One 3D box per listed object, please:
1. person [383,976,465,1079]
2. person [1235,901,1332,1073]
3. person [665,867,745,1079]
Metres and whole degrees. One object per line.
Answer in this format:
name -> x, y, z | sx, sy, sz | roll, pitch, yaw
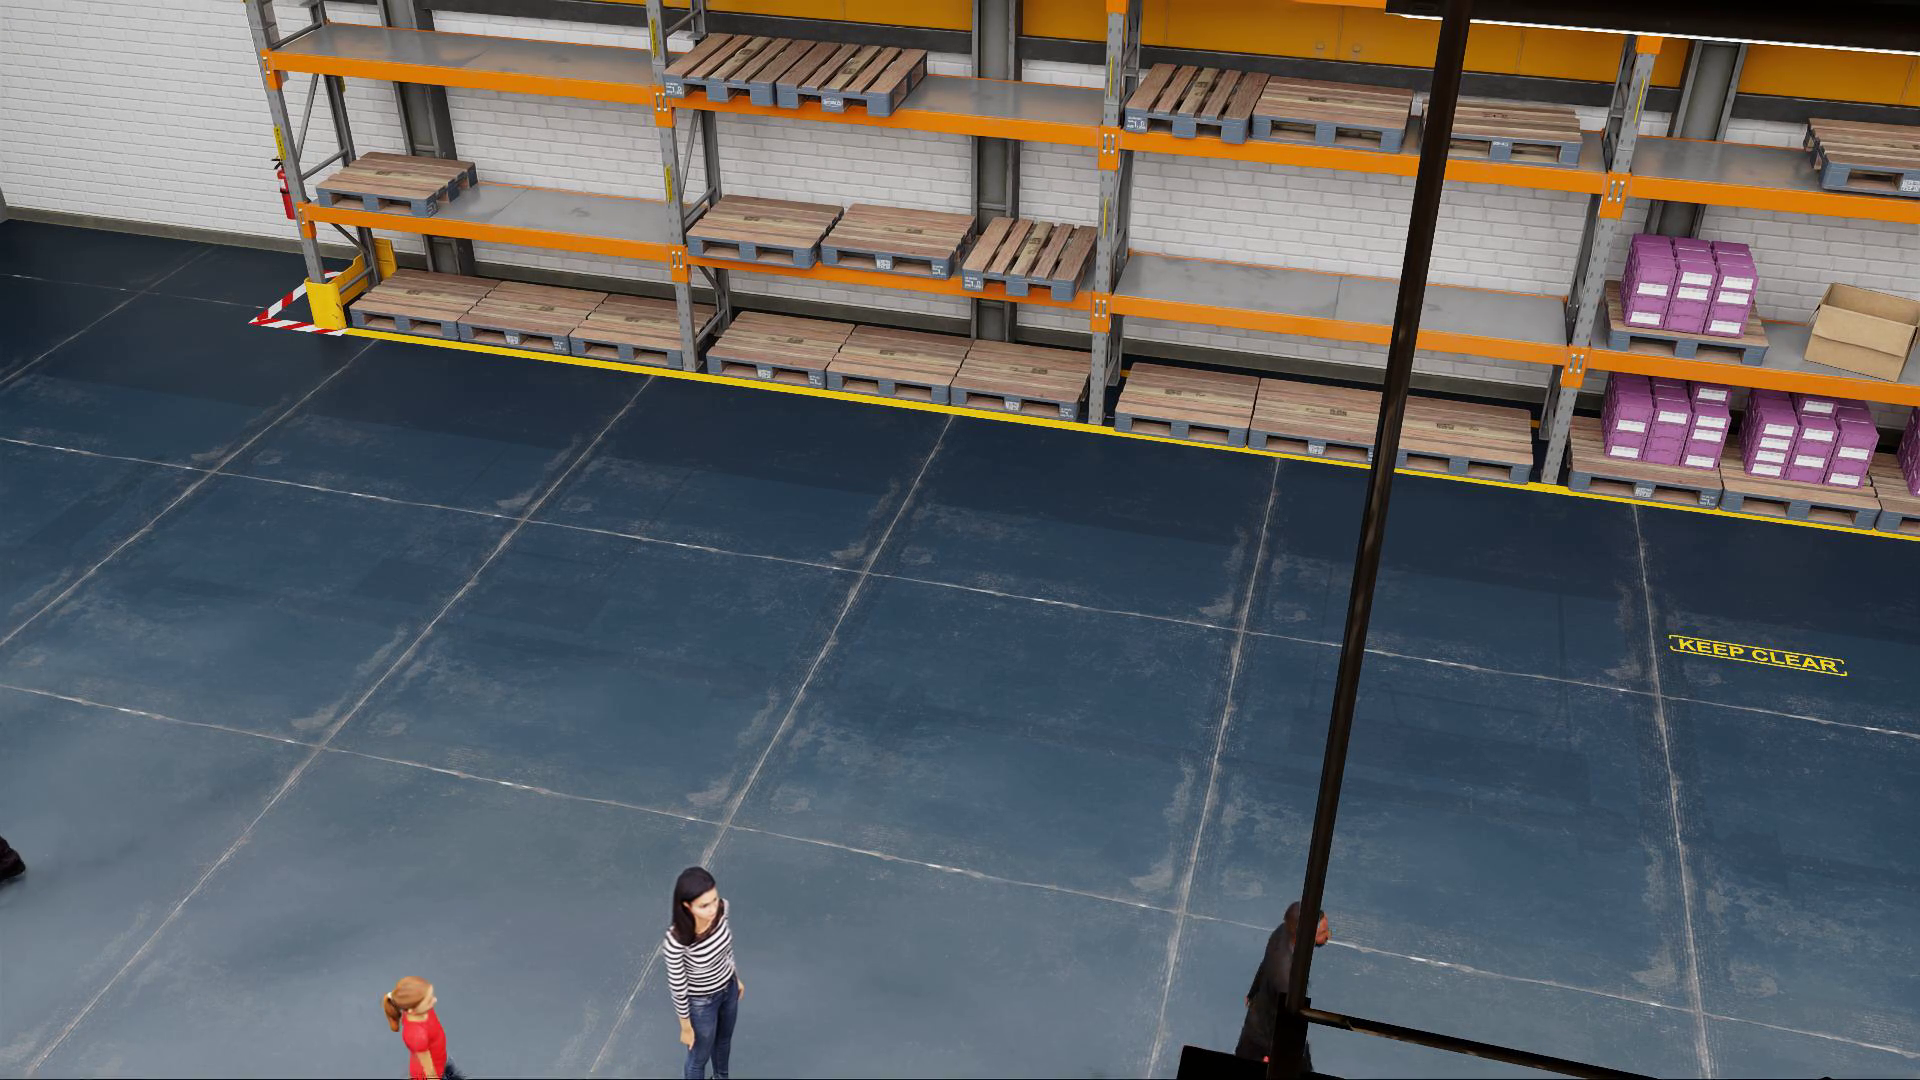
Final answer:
person -> -2.759, 2.690, 8.453 | 0.674, 1.298, 0.612 | -8, 35, -12
person -> 1.482, 2.452, 8.385 | 1.067, 1.770, 0.708 | 7, 34, 11
person -> -1.287, 2.352, 8.513 | 0.607, 1.795, 0.656 | 20, 38, 27
